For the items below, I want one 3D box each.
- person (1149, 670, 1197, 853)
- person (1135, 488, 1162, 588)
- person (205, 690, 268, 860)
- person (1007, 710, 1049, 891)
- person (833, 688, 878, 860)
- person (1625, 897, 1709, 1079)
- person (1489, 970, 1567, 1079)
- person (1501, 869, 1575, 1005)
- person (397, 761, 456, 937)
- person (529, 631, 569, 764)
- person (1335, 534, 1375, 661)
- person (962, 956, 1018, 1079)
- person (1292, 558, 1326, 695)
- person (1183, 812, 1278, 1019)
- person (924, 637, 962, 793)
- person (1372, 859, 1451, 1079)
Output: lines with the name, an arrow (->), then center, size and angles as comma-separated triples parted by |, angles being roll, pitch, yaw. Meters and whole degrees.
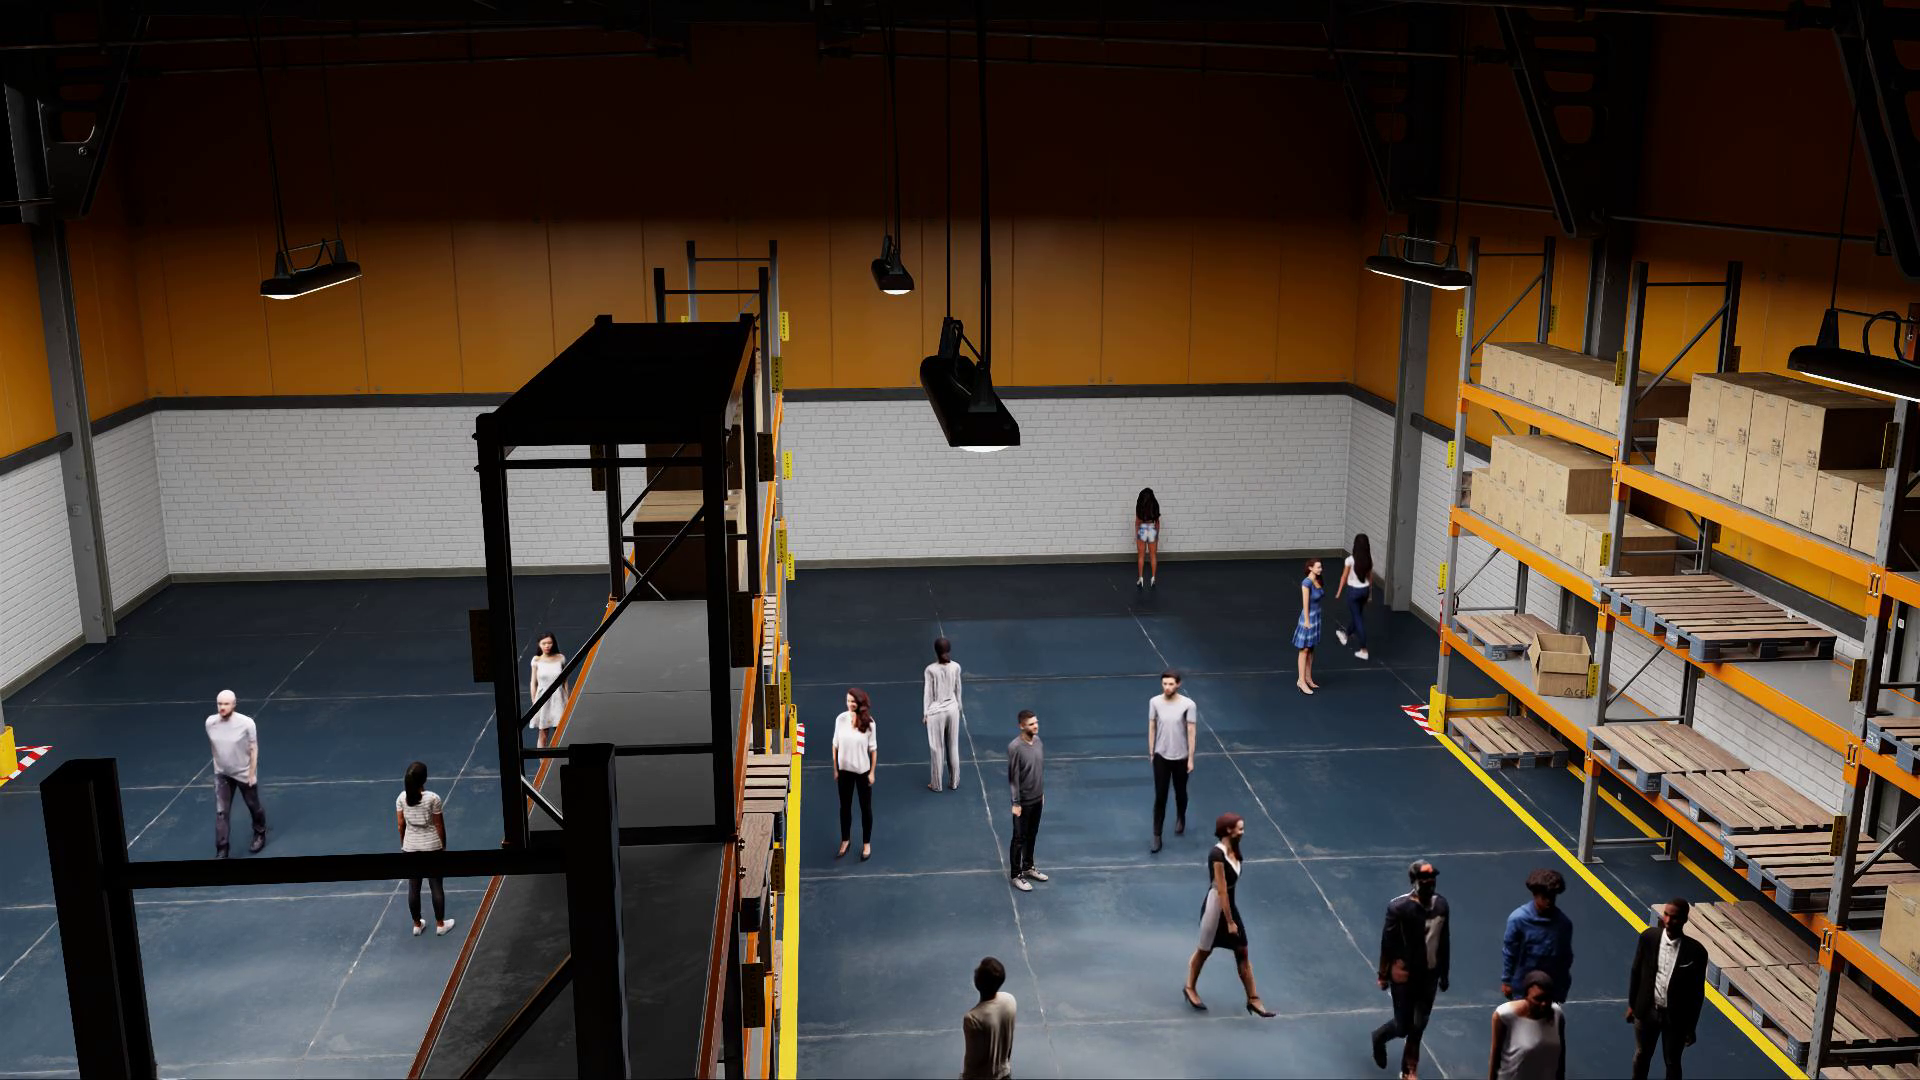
person -> 2.223, 2.227, 17.161 | 0.947, 1.824, 1.258 | 4, 14, 16
person -> 3.036, -0.049, 26.978 | 0.556, 1.626, 0.551 | -1, 14, -2
person -> -7.255, 2.342, 16.771 | 0.738, 1.783, 1.178 | 0, 14, 1
person -> 0.646, 2.498, 16.175 | 0.757, 1.761, 0.689 | 10, 17, 37
person -> -1.053, 2.339, 16.757 | 0.666, 1.795, 0.627 | 3, 14, 14
person -> 5.141, 3.452, 12.154 | 0.730, 1.799, 0.794 | 12, 18, 40
person -> 3.876, 3.688, 11.441 | 0.694, 1.676, 0.671 | -3, 14, -14
person -> 4.359, 3.322, 12.684 | 0.711, 1.802, 0.661 | 0, 14, 2
person -> -4.895, 2.803, 15.160 | 0.591, 1.645, 0.547 | 0, 14, 2
person -> -4.606, 1.878, 18.705 | 0.721, 1.775, 0.727 | -5, 15, -21
person -> 5.593, 0.816, 23.173 | 0.841, 1.736, 1.173 | -6, 15, -23
person -> 0.202, 3.658, 11.279 | 0.780, 1.811, 0.716 | 11, 17, 38
person -> 4.609, 1.108, 21.823 | 0.816, 1.804, 0.717 | 8, 16, 30
person -> 2.053, 3.090, 13.723 | 1.066, 1.765, 1.068 | 9, 16, 33
person -> -0.183, 1.930, 18.492 | 0.637, 1.774, 0.617 | -5, 14, -19
person -> 3.418, 3.278, 12.695 | 0.784, 1.882, 0.842 | -4, 14, -18
